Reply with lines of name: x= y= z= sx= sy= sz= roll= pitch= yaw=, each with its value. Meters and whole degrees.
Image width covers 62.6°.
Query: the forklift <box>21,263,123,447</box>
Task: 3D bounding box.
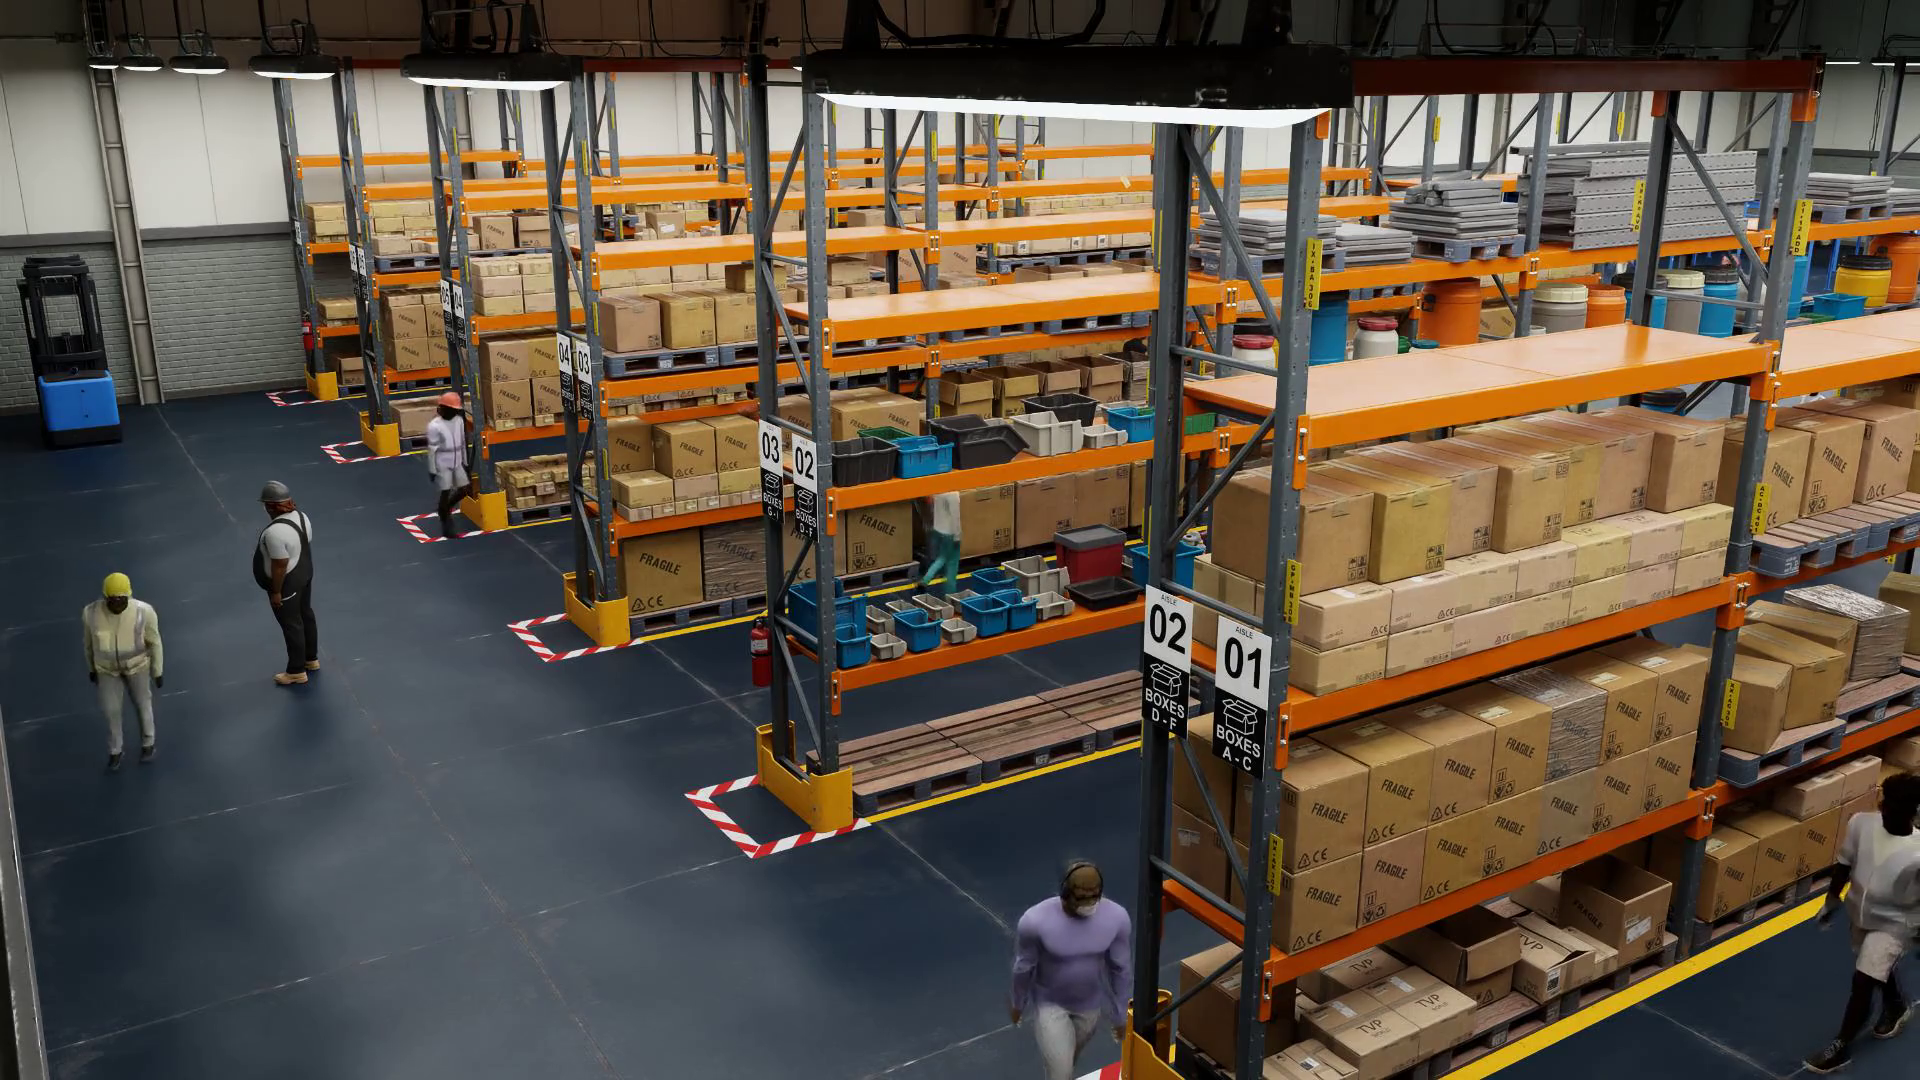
forklift: x=-14.518 y=-3.079 z=25.708 sx=1.129 sy=2.768 sz=1.873 roll=-10 pitch=20 yaw=-31

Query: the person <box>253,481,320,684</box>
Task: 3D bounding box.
person: x=-6.710 y=0.419 z=15.656 sx=0.537 sy=2.000 sz=0.680 roll=0 pitch=17 yaw=1

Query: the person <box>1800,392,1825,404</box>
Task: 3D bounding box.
person: x=12.155 y=-1.547 z=22.608 sx=0.322 sy=1.697 sz=0.533 roll=-1 pitch=17 yaw=-4

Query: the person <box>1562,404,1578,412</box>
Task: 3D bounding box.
person: x=10.124 y=-2.479 z=25.851 sx=0.850 sy=1.586 sz=0.517 roll=12 pitch=21 yaw=34

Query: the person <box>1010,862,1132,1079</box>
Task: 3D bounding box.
person: x=0.634 y=2.604 z=8.703 sx=0.633 sy=1.866 sz=1.075 roll=-4 pitch=18 yaw=-14

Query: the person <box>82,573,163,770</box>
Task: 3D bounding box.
person: x=-7.262 y=1.121 z=13.729 sx=0.619 sy=1.790 sz=0.608 roll=-6 pitch=18 yaw=-19

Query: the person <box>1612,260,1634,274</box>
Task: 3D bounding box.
person: x=17.434 y=-7.226 z=41.359 sx=0.541 sy=1.606 sz=0.758 roll=-4 pitch=17 yaw=-13

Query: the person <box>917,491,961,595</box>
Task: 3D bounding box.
person: x=-0.181 y=-0.107 z=17.794 sx=0.491 sy=1.748 sz=0.538 roll=-9 pitch=19 yaw=-28

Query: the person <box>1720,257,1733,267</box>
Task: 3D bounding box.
person: x=16.452 y=-5.146 z=34.062 sx=0.681 sy=1.897 sz=0.567 roll=7 pitch=18 yaw=23

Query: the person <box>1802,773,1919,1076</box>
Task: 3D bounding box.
person: x=5.668 y=2.290 z=9.667 sx=1.003 sy=1.925 sz=0.603 roll=-7 pitch=18 yaw=-22

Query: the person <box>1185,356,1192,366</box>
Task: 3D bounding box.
person: x=3.290 y=-1.810 z=22.993 sx=1.071 sy=1.994 sz=0.605 roll=-8 pitch=19 yaw=-25

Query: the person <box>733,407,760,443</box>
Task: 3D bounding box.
person: x=-2.741 y=-0.759 z=19.793 sx=1.030 sy=1.823 sz=0.584 roll=-14 pitch=22 yaw=-39

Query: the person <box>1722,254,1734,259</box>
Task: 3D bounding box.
person: x=16.993 y=-5.397 z=34.924 sx=0.740 sy=1.881 sz=0.658 roll=9 pitch=19 yaw=28

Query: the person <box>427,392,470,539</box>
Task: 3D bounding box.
person: x=-6.604 y=-0.976 z=20.381 sx=0.523 sy=1.907 sz=0.638 roll=10 pitch=20 yaw=31

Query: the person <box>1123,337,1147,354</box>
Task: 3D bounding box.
person: x=2.846 y=-2.553 z=25.416 sx=0.392 sy=1.989 sz=0.610 roll=-9 pitch=19 yaw=-28

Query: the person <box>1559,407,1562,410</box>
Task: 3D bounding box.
person: x=10.171 y=-2.925 z=26.837 sx=0.329 sy=1.872 sz=0.507 roll=-15 pitch=23 yaw=-41

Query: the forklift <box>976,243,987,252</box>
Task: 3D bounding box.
forklift: x=0.988 y=-5.474 z=34.718 sx=1.214 sy=2.155 sz=2.313 roll=-10 pitch=20 yaw=-31

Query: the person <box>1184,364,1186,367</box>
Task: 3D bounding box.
person: x=3.197 y=-2.022 z=23.744 sx=0.406 sy=1.946 sz=0.608 roll=10 pitch=19 yaw=29

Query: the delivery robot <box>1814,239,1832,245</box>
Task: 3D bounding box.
delivery robot: x=28.521 y=-10.024 z=52.244 sx=0.477 sy=0.478 sz=0.707 roll=-3 pitch=17 yaw=-8
